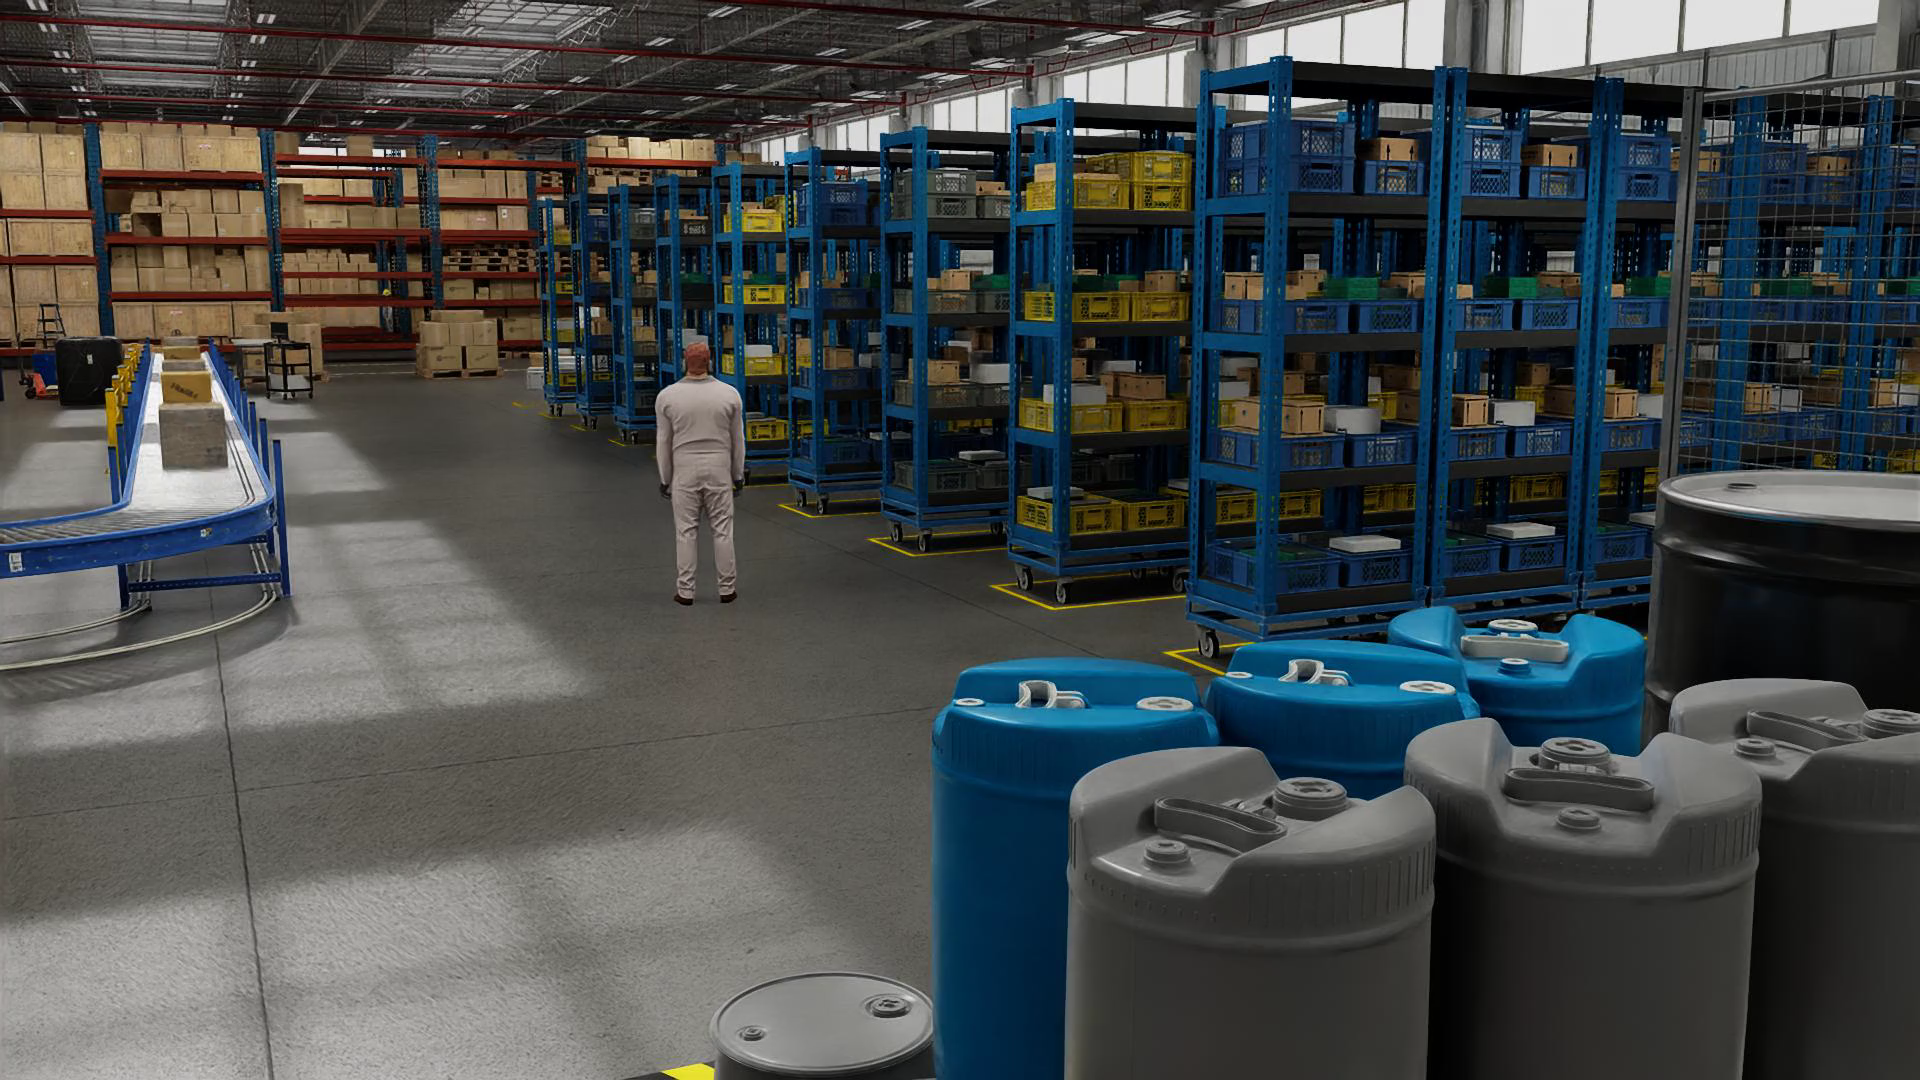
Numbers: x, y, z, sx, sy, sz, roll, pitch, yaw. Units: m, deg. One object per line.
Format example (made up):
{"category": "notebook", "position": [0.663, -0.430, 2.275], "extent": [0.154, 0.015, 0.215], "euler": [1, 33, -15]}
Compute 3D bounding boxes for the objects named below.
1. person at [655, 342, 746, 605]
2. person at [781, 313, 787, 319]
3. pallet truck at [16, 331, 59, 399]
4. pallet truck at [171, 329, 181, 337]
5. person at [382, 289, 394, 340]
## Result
{"category": "person", "position": [-1.877, -0.477, 12.056], "extent": [0.643, 1.910, 0.411], "euler": [-2, 9, -15]}
{"category": "person", "position": [-4.659, -5.974, 45.941], "extent": [0.611, 1.985, 0.415], "euler": [-5, 11, -30]}
{"category": "pallet truck", "position": [-17.082, -3.353, 31.781], "extent": [1.630, 1.274, 0.653], "euler": [-4, 10, -25]}
{"category": "pallet truck", "position": [-17.275, -3.851, 35.096], "extent": [1.601, 1.201, 0.680], "euler": [0, 9, 1]}
{"category": "person", "position": [-18.998, -7.414, 55.336], "extent": [0.404, 1.829, 0.591], "euler": [-3, 10, -16]}
